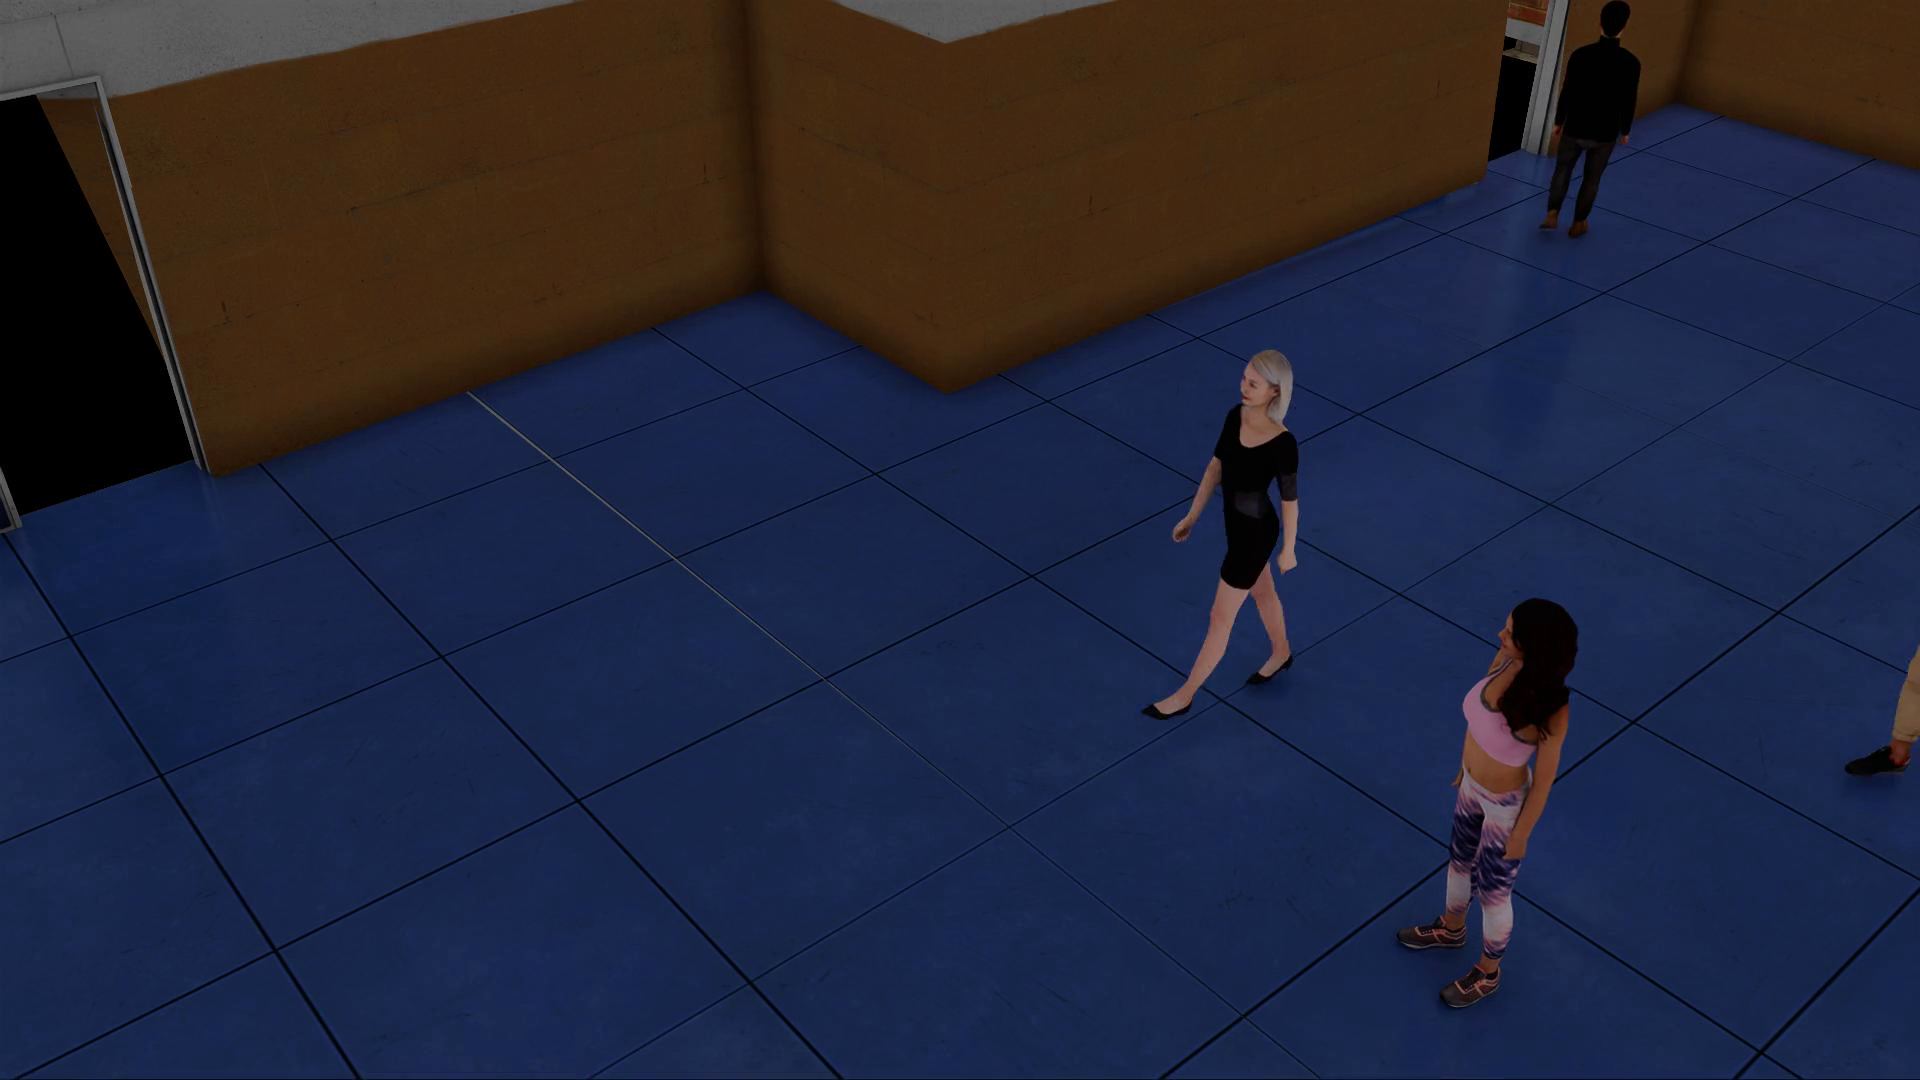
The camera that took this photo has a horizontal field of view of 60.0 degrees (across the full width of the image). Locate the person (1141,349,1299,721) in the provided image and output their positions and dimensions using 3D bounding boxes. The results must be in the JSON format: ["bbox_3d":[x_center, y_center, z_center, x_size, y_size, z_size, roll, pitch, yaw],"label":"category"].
[{"bbox_3d":[1.360,-0.029,7.359,0.868,1.792,1.110,-13,36,-19],"label":"person"}]

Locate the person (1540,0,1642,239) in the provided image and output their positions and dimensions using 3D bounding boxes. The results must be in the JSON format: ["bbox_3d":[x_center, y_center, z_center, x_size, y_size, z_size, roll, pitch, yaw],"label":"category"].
[{"bbox_3d":[4.477,-2.939,11.802,0.772,1.717,0.846,18,38,25],"label":"person"}]

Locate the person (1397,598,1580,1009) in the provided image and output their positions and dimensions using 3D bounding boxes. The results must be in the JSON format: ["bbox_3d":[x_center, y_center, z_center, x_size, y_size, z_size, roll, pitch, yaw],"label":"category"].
[{"bbox_3d":[1.913,0.931,5.938,0.731,1.767,0.608,-8,34,-12],"label":"person"}]
